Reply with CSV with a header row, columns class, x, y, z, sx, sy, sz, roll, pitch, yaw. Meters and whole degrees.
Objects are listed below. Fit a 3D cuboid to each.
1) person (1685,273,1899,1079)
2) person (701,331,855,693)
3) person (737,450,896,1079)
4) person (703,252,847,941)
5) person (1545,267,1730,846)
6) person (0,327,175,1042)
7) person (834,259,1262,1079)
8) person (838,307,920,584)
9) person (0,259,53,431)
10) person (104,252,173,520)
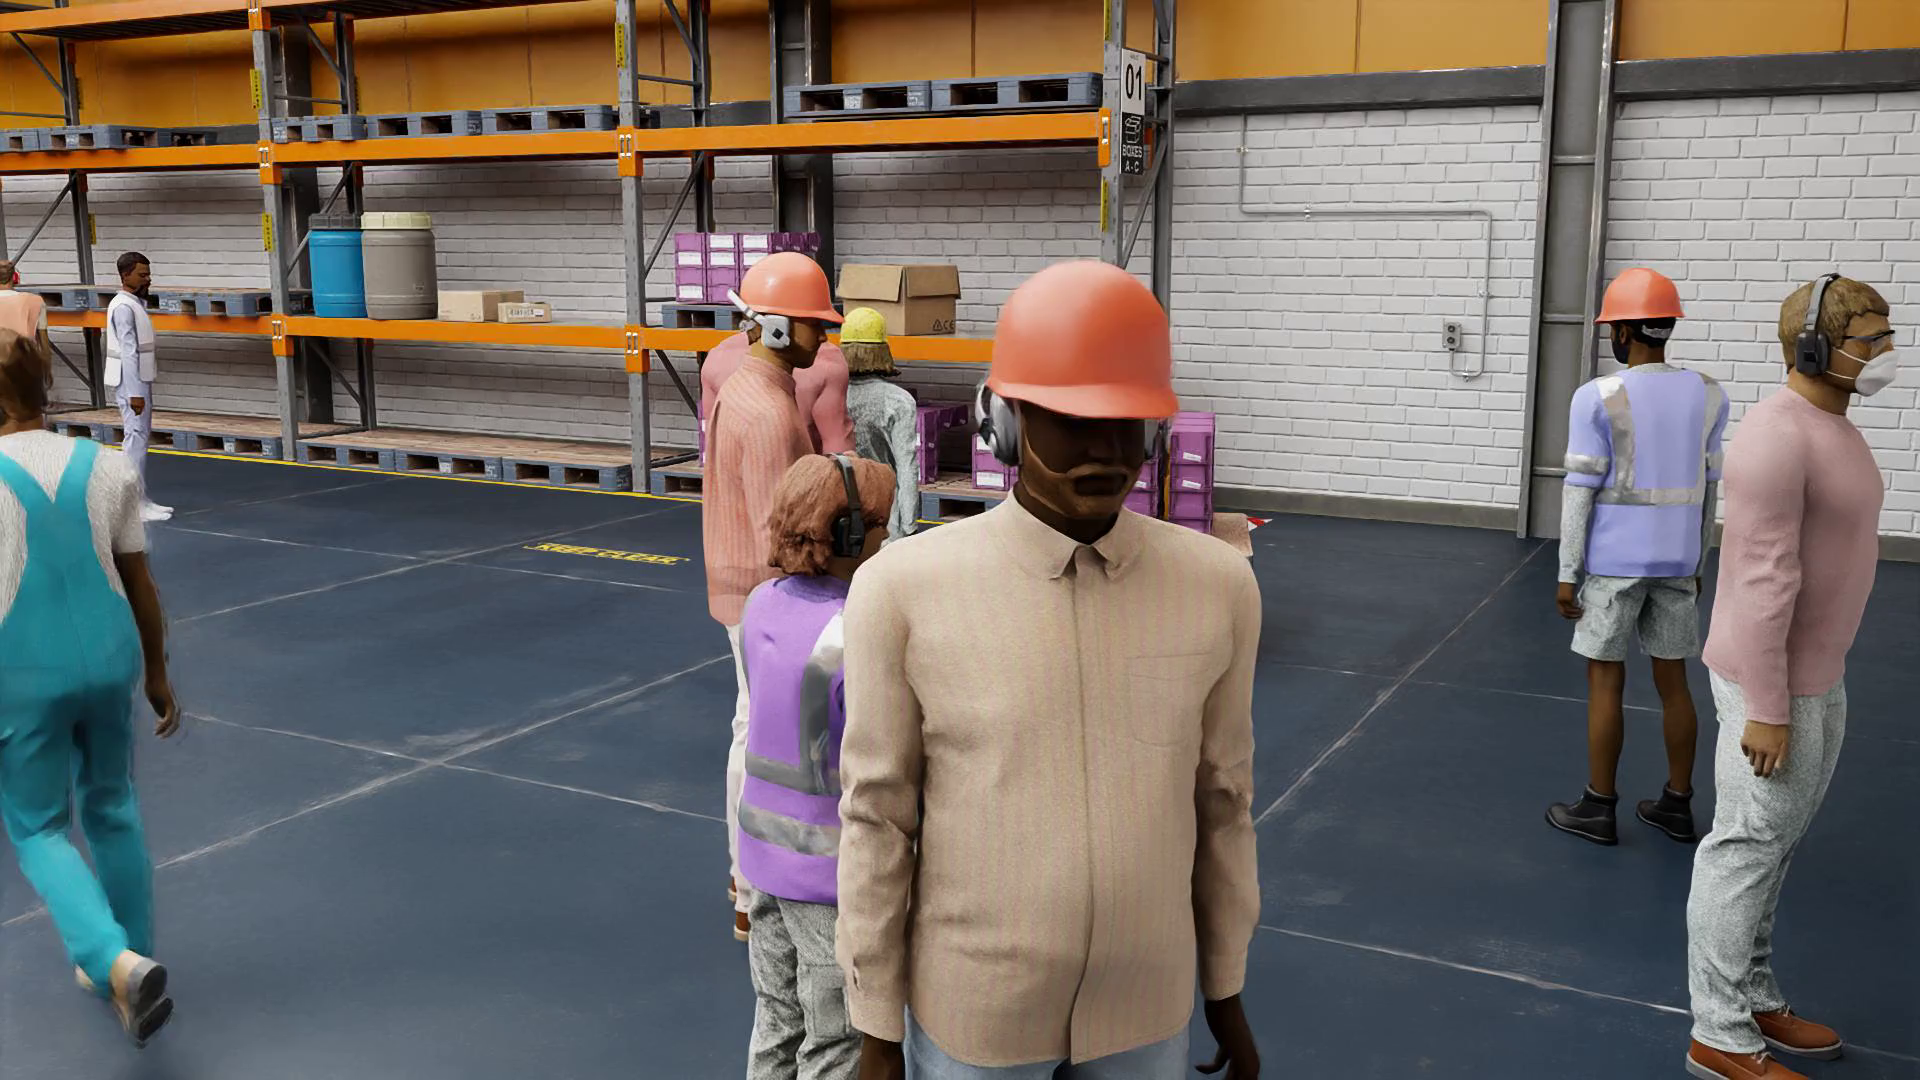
class,x,y,z,sx,sy,sz,roll,pitch,yaw
person,1.972,0.346,3.952,0.370,1.941,0.627,8,13,38
person,-0.706,-0.139,6.617,0.627,1.940,0.373,3,11,17
person,-0.259,0.643,3.178,0.314,1.629,0.509,-7,12,-34
person,-0.525,0.175,4.789,0.410,1.980,0.624,-3,11,-14
person,2.257,0.060,5.591,0.560,1.925,0.420,-2,10,-9
person,-2.177,0.380,4.117,0.678,1.818,0.546,8,13,38
person,0.134,0.624,2.281,0.608,1.994,0.382,-3,11,-17
person,-0.390,-0.087,6.899,0.483,1.737,0.320,4,11,19
person,-7.808,-1.388,13.741,0.563,1.836,0.391,-8,13,-37
person,-5.925,-1.098,11.931,0.373,1.915,0.594,-4,11,-21
